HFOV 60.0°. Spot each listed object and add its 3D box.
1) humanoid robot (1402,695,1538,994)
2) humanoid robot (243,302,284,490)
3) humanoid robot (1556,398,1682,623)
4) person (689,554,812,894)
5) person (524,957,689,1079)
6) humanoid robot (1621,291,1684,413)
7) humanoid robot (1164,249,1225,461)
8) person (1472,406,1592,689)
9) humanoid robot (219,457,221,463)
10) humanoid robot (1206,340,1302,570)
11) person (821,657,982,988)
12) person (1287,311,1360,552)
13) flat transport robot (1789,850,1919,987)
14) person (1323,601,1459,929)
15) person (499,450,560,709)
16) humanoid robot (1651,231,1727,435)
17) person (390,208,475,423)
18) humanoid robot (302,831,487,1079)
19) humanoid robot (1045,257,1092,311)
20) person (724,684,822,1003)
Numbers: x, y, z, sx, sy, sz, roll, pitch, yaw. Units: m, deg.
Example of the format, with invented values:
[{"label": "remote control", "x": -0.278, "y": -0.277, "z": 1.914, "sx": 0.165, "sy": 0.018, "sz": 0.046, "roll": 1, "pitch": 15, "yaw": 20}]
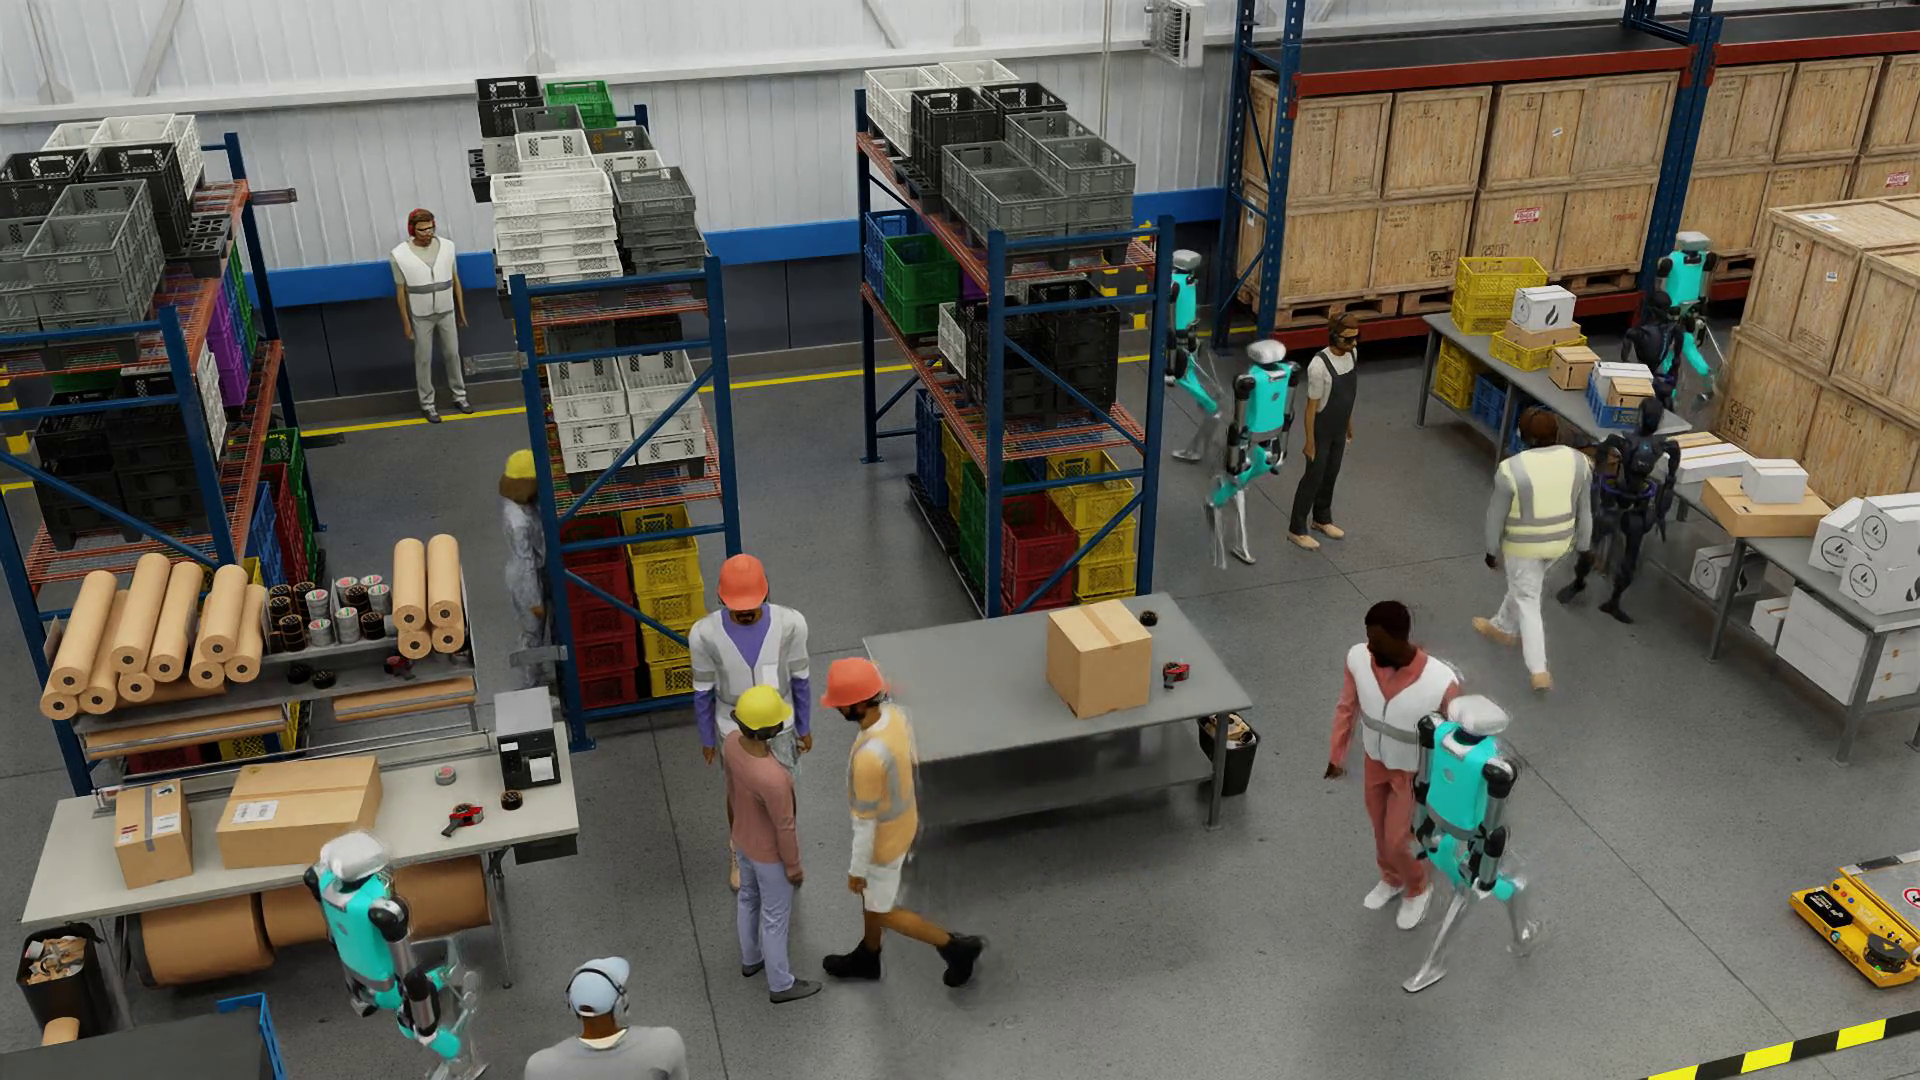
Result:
[{"label": "humanoid robot", "x": 2.581, "y": 1.444, "z": 8.059, "sx": 0.905, "sy": 1.818, "sz": 0.547, "roll": -17, "pitch": 33, "yaw": -28}, {"label": "humanoid robot", "x": -5.343, "y": -1.057, "z": 12.610, "sx": 0.315, "sy": 1.654, "sz": 0.599, "roll": -16, "pitch": 33, "yaw": -27}, {"label": "humanoid robot", "x": 4.423, "y": -0.227, "z": 11.119, "sx": 0.584, "sy": 1.648, "sz": 0.443, "roll": 4, "pitch": 29, "yaw": 7}, {"label": "person", "x": -1.056, "y": 0.962, "z": 8.589, "sx": 0.598, "sy": 2.035, "sz": 0.397, "roll": -6, "pitch": 29, "yaw": -10}, {"label": "person", "x": -1.293, "y": 2.315, "z": 6.306, "sx": 0.596, "sy": 1.849, "sz": 0.384, "roll": -9, "pitch": 30, "yaw": -15}, {"label": "humanoid robot", "x": 5.212, "y": -1.127, "z": 12.778, "sx": 0.611, "sy": 1.629, "sz": 0.744, "roll": -8, "pitch": 30, "yaw": -14}, {"label": "humanoid robot", "x": 1.918, "y": -1.332, "z": 13.177, "sx": 0.707, "sy": 1.906, "sz": 0.549, "roll": 14, "pitch": 32, "yaw": 24}, {"label": "person", "x": 3.662, "y": 0.035, "z": 10.532, "sx": 0.659, "sy": 1.784, "sz": 0.907, "roll": -9, "pitch": 30, "yaw": -16}, {"label": "humanoid robot", "x": -5.846, "y": -1.076, "z": 12.656, "sx": 0.306, "sy": 1.643, "sz": 0.614, "roll": -5, "pitch": 29, "yaw": -9}, {"label": "humanoid robot", "x": 1.990, "y": -0.631, "z": 11.786, "sx": 0.541, "sy": 1.793, "sz": 0.672, "roll": -15, "pitch": 32, "yaw": -26}, {"label": "person", "x": -0.291, "y": 1.402, "z": 7.926, "sx": 0.750, "sy": 1.905, "sz": 0.585, "roll": 3, "pitch": 29, "yaw": 6}, {"label": "person", "x": 2.646, "y": -0.788, "z": 11.976, "sx": 0.504, "sy": 1.836, "sz": 0.332, "roll": -25, "pitch": 38, "yaw": -38}, {"label": "flat transport robot", "x": 5.163, "y": 1.916, "z": 8.676, "sx": 1.431, "sy": 0.231, "sz": 0.659, "roll": -8, "pitch": 30, "yaw": -14}, {"label": "person", "x": 2.199, "y": 1.113, "z": 8.467, "sx": 0.605, "sy": 1.874, "sz": 0.482, "roll": 25, "pitch": 38, "yaw": 38}, {"label": "person", "x": -2.604, "y": 0.258, "z": 10.174, "sx": 0.367, "sy": 1.730, "sz": 0.545, "roll": -6, "pitch": 29, "yaw": -10}, {"label": "humanoid robot", "x": 5.913, "y": -1.594, "z": 13.532, "sx": 0.539, "sy": 1.755, "sz": 0.919, "roll": -8, "pitch": 30, "yaw": -15}, {"label": "person", "x": -4.442, "y": -1.906, "z": 14.006, "sx": 0.561, "sy": 1.836, "sz": 0.388, "roll": -21, "pitch": 35, "yaw": -34}, {"label": "humanoid robot", "x": -2.333, "y": 1.897, "z": 7.194, "sx": 0.537, "sy": 1.741, "sz": 1.003, "roll": 17, "pitch": 33, "yaw": 28}, {"label": "humanoid robot", "x": 0.882, "y": -2.212, "z": 14.679, "sx": 0.574, "sy": 1.780, "sz": 0.796, "roll": 4, "pitch": 29, "yaw": 7}, {"label": "person", "x": -0.921, "y": 1.446, "z": 7.974, "sx": 0.314, "sy": 1.768, "sz": 0.524, "roll": -20, "pitch": 35, "yaw": -32}]
